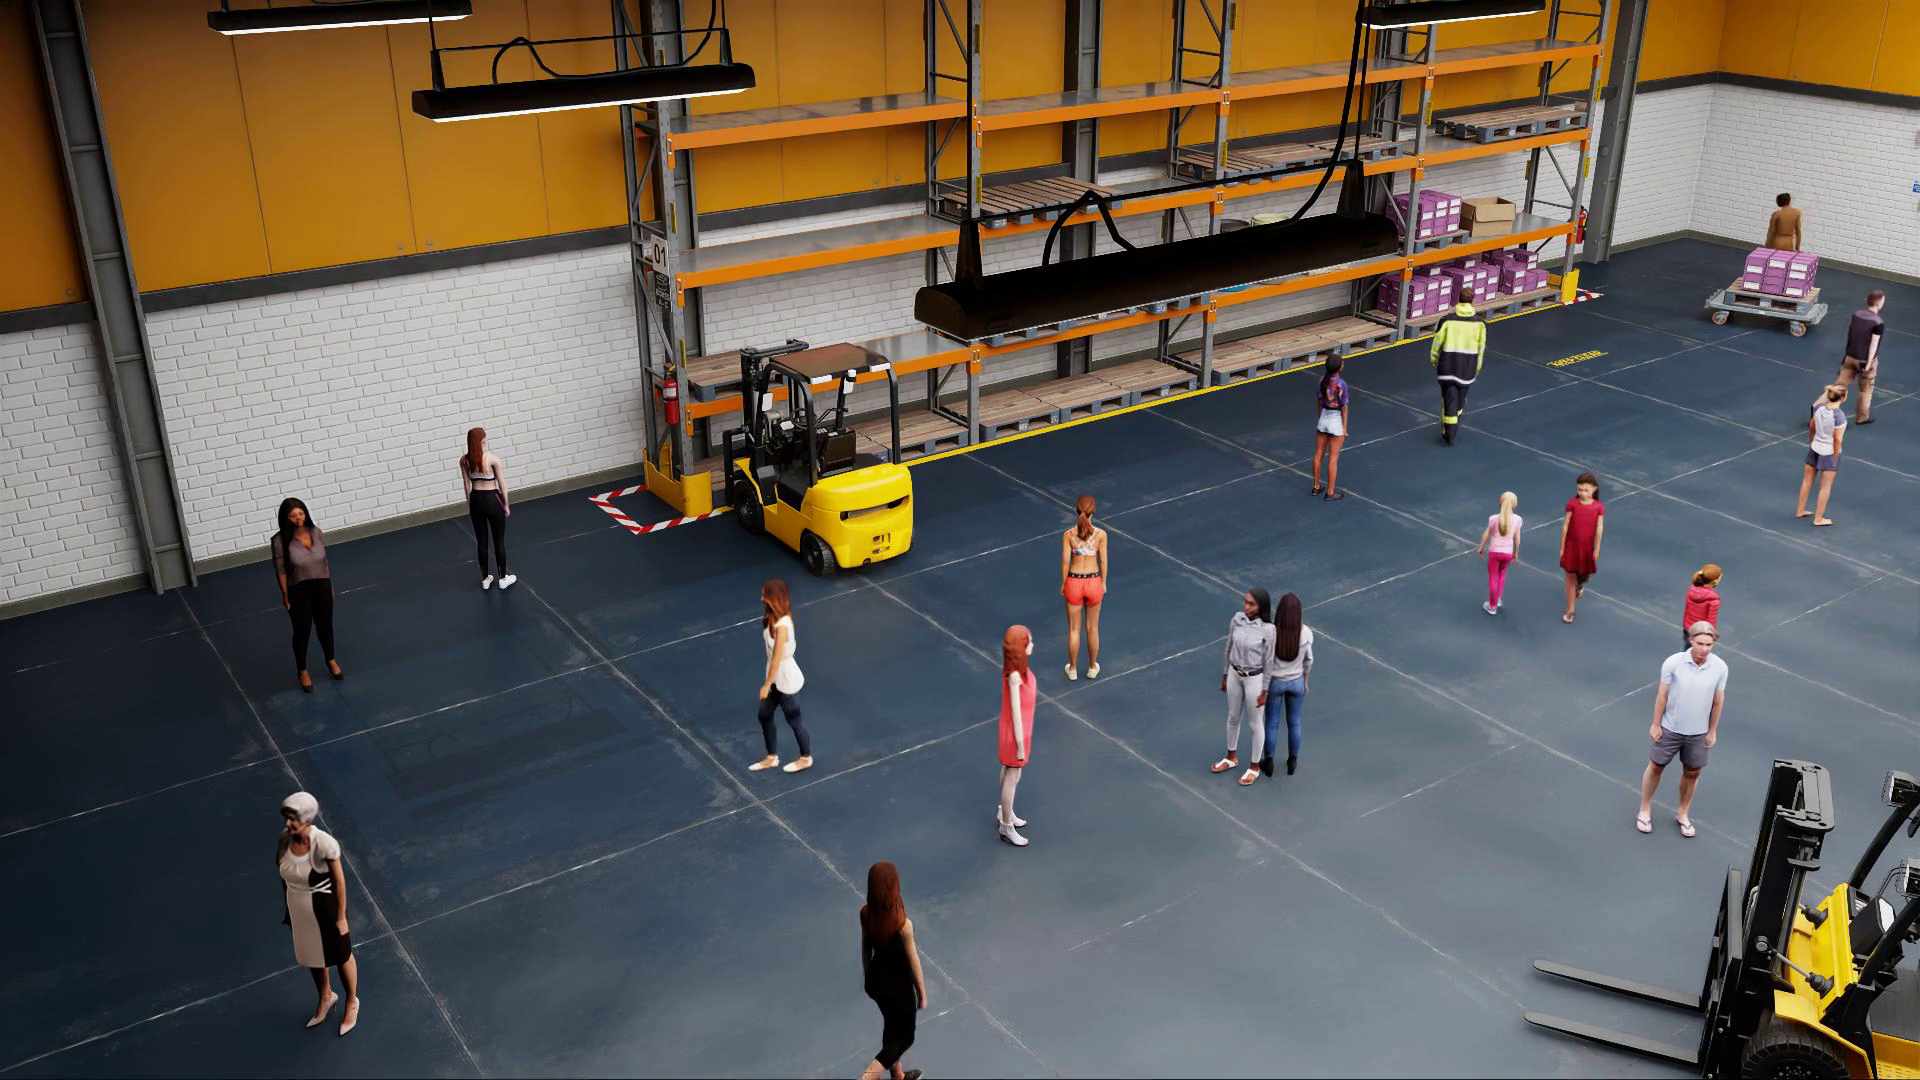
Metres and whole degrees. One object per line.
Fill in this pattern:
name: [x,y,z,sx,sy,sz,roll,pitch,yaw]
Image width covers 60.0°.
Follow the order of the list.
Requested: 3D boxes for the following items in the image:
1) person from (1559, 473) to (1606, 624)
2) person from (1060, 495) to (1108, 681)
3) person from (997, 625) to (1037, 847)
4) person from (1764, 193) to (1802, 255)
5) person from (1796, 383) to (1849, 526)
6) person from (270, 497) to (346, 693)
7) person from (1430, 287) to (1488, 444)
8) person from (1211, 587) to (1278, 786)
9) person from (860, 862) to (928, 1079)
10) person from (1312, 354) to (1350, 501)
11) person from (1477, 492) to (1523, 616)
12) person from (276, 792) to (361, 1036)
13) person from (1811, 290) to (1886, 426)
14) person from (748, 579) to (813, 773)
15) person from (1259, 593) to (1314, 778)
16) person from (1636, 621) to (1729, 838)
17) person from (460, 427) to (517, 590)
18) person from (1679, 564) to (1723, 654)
person: [6.129,0.034,16.458,0.802,1.536,0.910,6,24,14]
person: [1.127,0.437,15.219,0.641,1.789,0.731,0,24,0]
person: [0.419,1.478,12.791,0.700,1.826,0.677,0,24,0]
person: [13.420,-4.746,27.071,0.774,1.793,0.911,5,24,11]
person: [9.694,-0.977,18.660,0.606,1.624,0.640,-8,25,-18]
person: [-5.928,0.471,15.077,0.762,1.842,0.616,19,30,37]
person: [6.282,-2.174,21.011,1.268,1.934,1.294,2,24,4]
person: [2.362,1.169,13.627,0.560,1.724,0.620,-20,31,-38]
person: [-0.486,2.750,10.032,0.690,1.706,0.987,22,32,40]
person: [4.298,-1.325,19.312,0.504,1.741,0.582,-16,28,-32]
person: [5.399,0.148,16.542,0.620,1.259,0.684,-1,24,-3]
person: [-4.151,2.403,10.763,0.712,1.756,0.732,8,25,17]
person: [11.556,-2.330,21.526,1.219,1.809,0.883,-7,25,-16]
person: [-1.352,1.137,13.651,0.813,1.763,0.665,-10,25,-21]
person: [2.673,1.190,13.692,0.627,1.633,0.738,-1,24,-3]
person: [5.607,1.436,12.885,0.711,1.828,0.761,5,24,12]
person: [-4.853,-0.332,17.037,0.646,1.742,0.726,2,24,4]
person: [6.592,0.834,14.911,0.571,1.309,0.557,-7,25,-15]
